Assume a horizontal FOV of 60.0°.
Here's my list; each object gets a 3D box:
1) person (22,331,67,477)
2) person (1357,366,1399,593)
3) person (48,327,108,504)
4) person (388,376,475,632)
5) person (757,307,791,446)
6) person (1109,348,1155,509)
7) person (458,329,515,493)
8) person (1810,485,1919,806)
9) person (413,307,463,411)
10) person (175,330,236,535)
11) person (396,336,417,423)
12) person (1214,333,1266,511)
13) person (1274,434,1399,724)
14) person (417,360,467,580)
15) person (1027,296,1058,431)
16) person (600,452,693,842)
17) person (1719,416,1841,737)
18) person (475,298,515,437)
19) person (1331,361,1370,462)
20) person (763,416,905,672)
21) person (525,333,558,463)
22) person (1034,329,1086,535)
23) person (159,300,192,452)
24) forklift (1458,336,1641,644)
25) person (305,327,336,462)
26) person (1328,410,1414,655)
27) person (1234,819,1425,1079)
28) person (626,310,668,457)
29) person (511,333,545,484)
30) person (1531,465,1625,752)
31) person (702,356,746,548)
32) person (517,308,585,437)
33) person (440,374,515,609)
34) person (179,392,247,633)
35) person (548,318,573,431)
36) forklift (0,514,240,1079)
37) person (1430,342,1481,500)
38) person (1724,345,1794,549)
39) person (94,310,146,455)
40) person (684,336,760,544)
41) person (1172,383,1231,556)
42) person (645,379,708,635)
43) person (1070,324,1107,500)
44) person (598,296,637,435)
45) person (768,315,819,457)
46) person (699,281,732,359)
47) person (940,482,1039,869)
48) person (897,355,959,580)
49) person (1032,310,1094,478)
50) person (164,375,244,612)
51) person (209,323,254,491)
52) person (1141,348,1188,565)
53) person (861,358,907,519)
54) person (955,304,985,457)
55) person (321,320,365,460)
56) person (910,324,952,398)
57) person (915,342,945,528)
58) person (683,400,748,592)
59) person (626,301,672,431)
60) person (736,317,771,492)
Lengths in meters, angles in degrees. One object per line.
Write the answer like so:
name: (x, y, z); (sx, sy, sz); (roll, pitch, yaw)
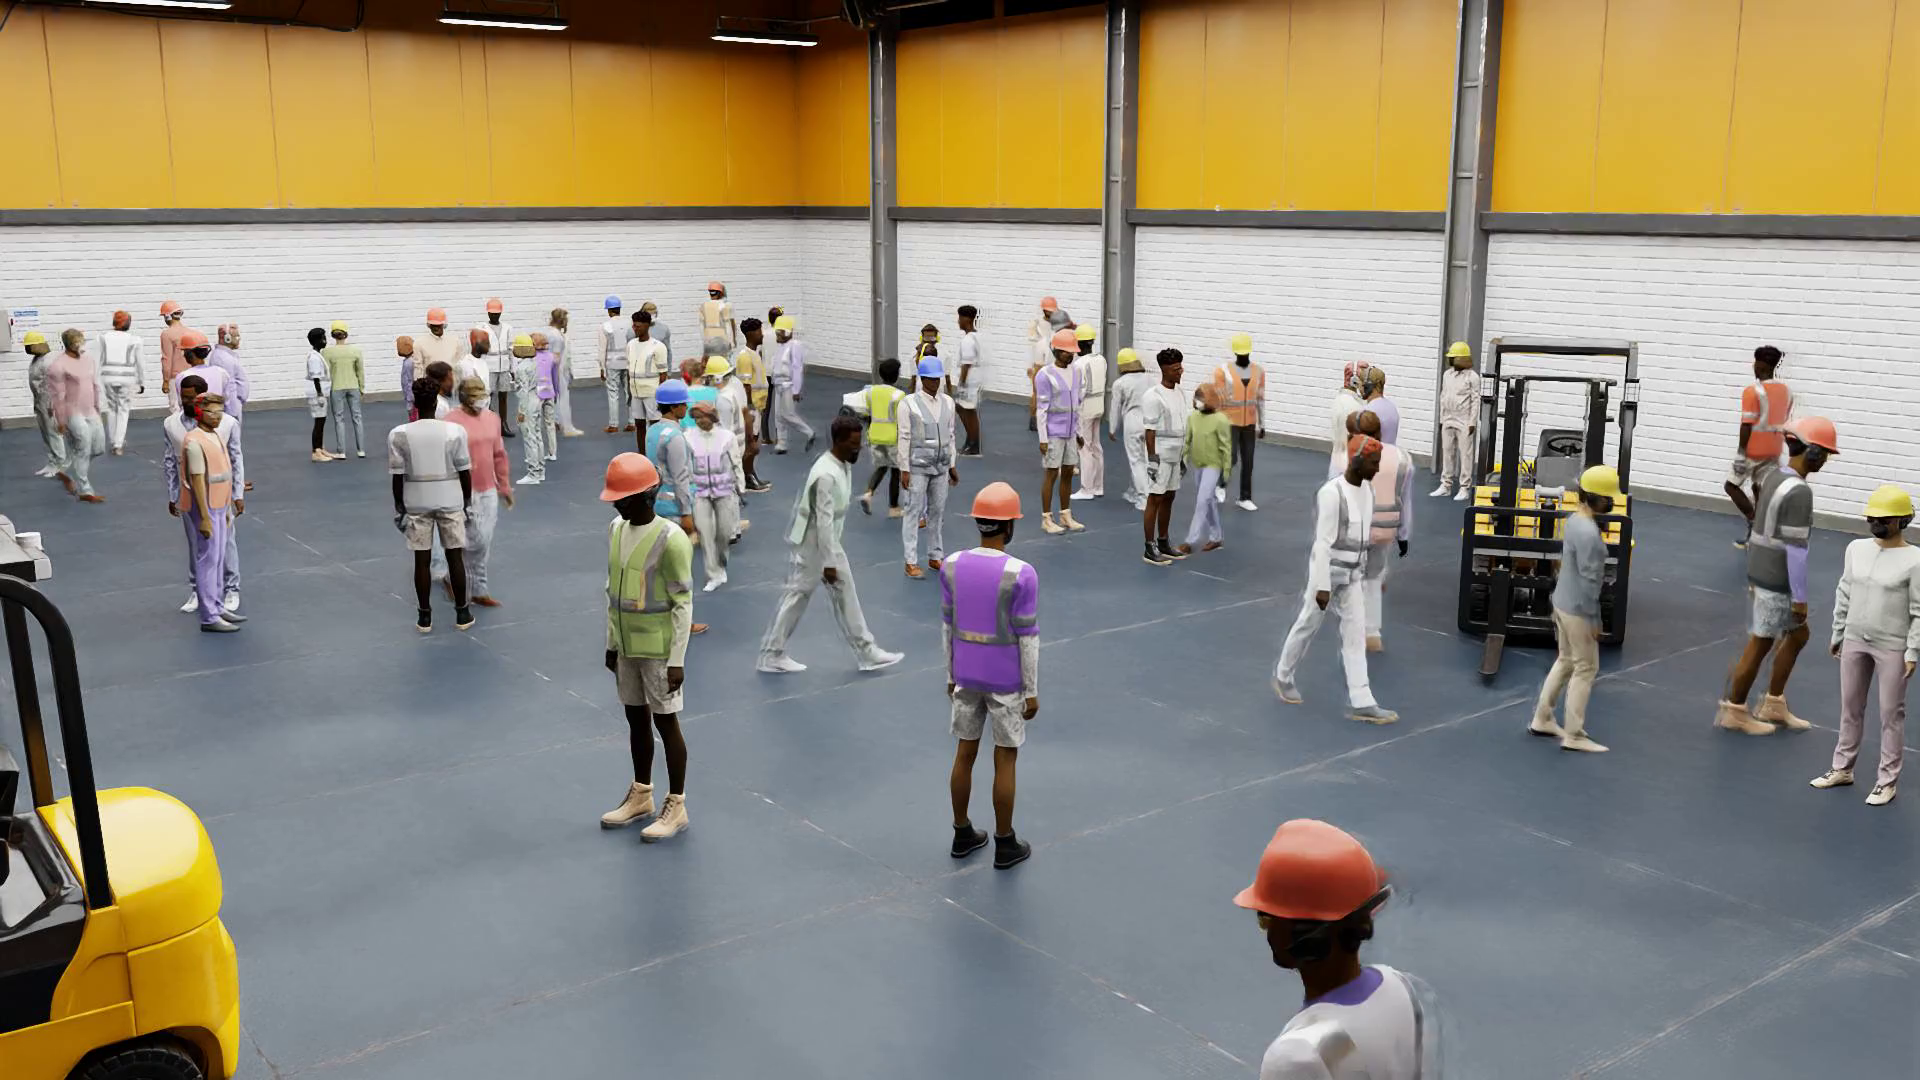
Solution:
person: (-10.912, -1.616, 19.784); (0.485, 1.738, 0.320); (11, 16, 42)
person: (3.422, -0.481, 13.846); (0.383, 1.928, 0.634); (8, 14, 35)
person: (-9.602, -1.345, 18.026); (0.562, 1.921, 0.640); (2, 12, 8)
person: (-4.025, -0.270, 12.720); (0.600, 1.967, 0.369); (-3, 12, -13)
person: (-2.471, -2.176, 22.205); (0.527, 1.857, 0.332); (5, 13, 21)
person: (1.850, -1.197, 17.833); (0.499, 1.695, 0.799); (-5, 13, -24)
person: (-5.288, -1.399, 18.444); (0.762, 1.849, 0.641); (3, 12, 12)
person: (5.036, 0.571, 9.148); (0.315, 1.769, 0.525); (-6, 13, -28)
person: (-6.303, -1.829, 20.194); (0.623, 1.986, 0.388); (-7, 14, -31)
person: (-7.330, -1.010, 16.110); (0.373, 2.044, 0.606); (4, 12, 20)
person: (-6.740, -1.696, 20.446); (0.289, 1.626, 0.498); (-3, 12, -16)
person: (2.961, -1.260, 17.657); (0.662, 1.901, 0.535); (-4, 12, -17)
person: (2.408, 0.225, 10.691); (0.661, 1.829, 0.965); (-10, 15, -40)
person: (-4.571, -0.619, 14.542); (0.399, 1.916, 0.597); (-6, 13, -27)
person: (1.215, -2.502, 23.601); (0.604, 1.930, 0.424); (-4, 12, -19)
person: (-1.642, 0.550, 8.601); (0.605, 2.034, 0.390); (10, 15, 40)
person: (5.045, 0.247, 10.118); (0.687, 2.001, 0.662); (3, 12, 14)
person: (-6.369, -2.357, 22.876); (0.546, 1.934, 0.376); (-10, 15, -39)
person: (3.425, -0.607, 14.495); (0.407, 1.908, 0.641); (2, 12, 8)
person: (-0.910, 0.042, 11.530); (1.031, 1.835, 0.628); (2, 12, 9)
person: (-5.244, -1.776, 20.811); (0.313, 1.631, 0.523); (9, 15, 38)
person: (1.007, -1.058, 16.390); (0.611, 2.030, 0.410); (-11, 16, -42)
person: (-10.135, -2.110, 21.576); (0.410, 1.981, 0.628); (2, 12, 11)
forklift: (4.683, -0.471, 13.136); (1.214, 2.155, 2.313); (4, 12, 20)
person: (-8.052, -1.825, 20.895); (0.317, 1.693, 0.539); (-4, 12, -17)
person: (2.879, -0.047, 12.008); (0.654, 1.812, 0.614); (-2, 12, -11)
person: (0.859, 1.597, 3.680); (1.073, 1.989, 0.608); (7, 14, 30)
person: (-3.785, -1.780, 20.010); (0.600, 1.967, 0.368); (7, 14, 31)
person: (-5.036, -1.525, 19.323); (0.298, 1.743, 0.493); (1, 12, 4)
person: (3.727, 0.419, 9.948); (0.396, 1.740, 0.559); (2, 12, 10)
person: (-2.248, -0.842, 15.858); (0.403, 1.817, 0.601); (0, 12, -1)
person: (-5.641, -2.276, 22.815); (0.841, 1.811, 0.577); (-7, 14, -32)
person: (-3.900, -0.377, 13.359); (0.445, 1.922, 0.624); (6, 13, 26)
person: (-5.766, -0.216, 12.769); (0.391, 1.838, 0.564); (-2, 12, -11)
person: (-5.738, -2.375, 23.726); (0.338, 1.619, 0.506); (8, 14, 34)
forklift: (-3.687, 1.115, 5.480); (2.313, 2.155, 1.214); (-9, 15, -36)
person: (5.461, -1.306, 18.272); (0.312, 1.741, 0.487); (-8, 14, -34)
person: (7.451, -0.849, 15.549); (0.641, 1.948, 0.421); (-6, 13, -25)
person: (-10.907, -2.055, 21.621); (0.669, 1.849, 0.731); (-2, 12, -12)
person: (-2.350, -0.992, 16.025); (0.692, 2.000, 1.003); (9, 14, 36)
person: (2.197, -0.641, 15.396); (0.806, 1.602, 0.514); (-8, 14, -34)
person: (-2.187, -0.248, 12.657); (0.397, 1.949, 0.603); (-6, 13, -28)
person: (1.380, -1.398, 18.264); (0.382, 1.924, 0.594); (8, 14, 33)
person: (-4.788, -2.442, 23.288); (0.604, 1.939, 0.414); (-9, 15, -38)
person: (-2.170, -1.965, 21.272); (0.574, 1.812, 0.608); (-7, 13, -29)
person: (-4.014, -3.296, 27.428); (0.542, 1.928, 0.377); (3, 12, 13)
person: (0.164, 0.671, 8.274); (0.544, 1.930, 0.388); (7, 14, 32)
person: (-0.279, -0.639, 14.546); (0.602, 1.949, 0.391); (-9, 14, -36)
person: (1.272, -1.753, 19.701); (0.794, 2.000, 0.714); (-1, 12, -5)
person: (-6.052, -0.378, 13.362); (0.591, 1.916, 0.379); (-1, 12, -3)
person: (-8.246, -1.501, 18.850); (0.398, 1.900, 0.636); (-6, 13, -29)
person: (1.875, -0.768, 15.122); (0.367, 1.966, 0.604); (8, 14, 35)
person: (-0.766, -1.026, 17.054); (0.543, 1.677, 0.483); (8, 14, 35)
person: (0.061, -2.022, 21.201); (0.505, 1.951, 0.633); (2, 12, 11)
person: (-7.813, -1.900, 21.082); (0.534, 1.765, 0.311); (-9, 15, -38)
person: (-0.336, -1.587, 19.349); (0.511, 1.862, 0.324); (0, 12, 0)
person: (-0.337, -1.048, 16.713); (0.328, 1.872, 0.512); (5, 13, 21)
person: (-2.104, -0.389, 14.181); (0.570, 1.611, 0.553); (-2, 12, -8)
person: (-4.142, -2.226, 22.268); (0.634, 1.930, 0.384); (-8, 14, -35)
person: (-2.342, -1.531, 18.811); (0.365, 1.966, 0.608); (0, 12, 0)
